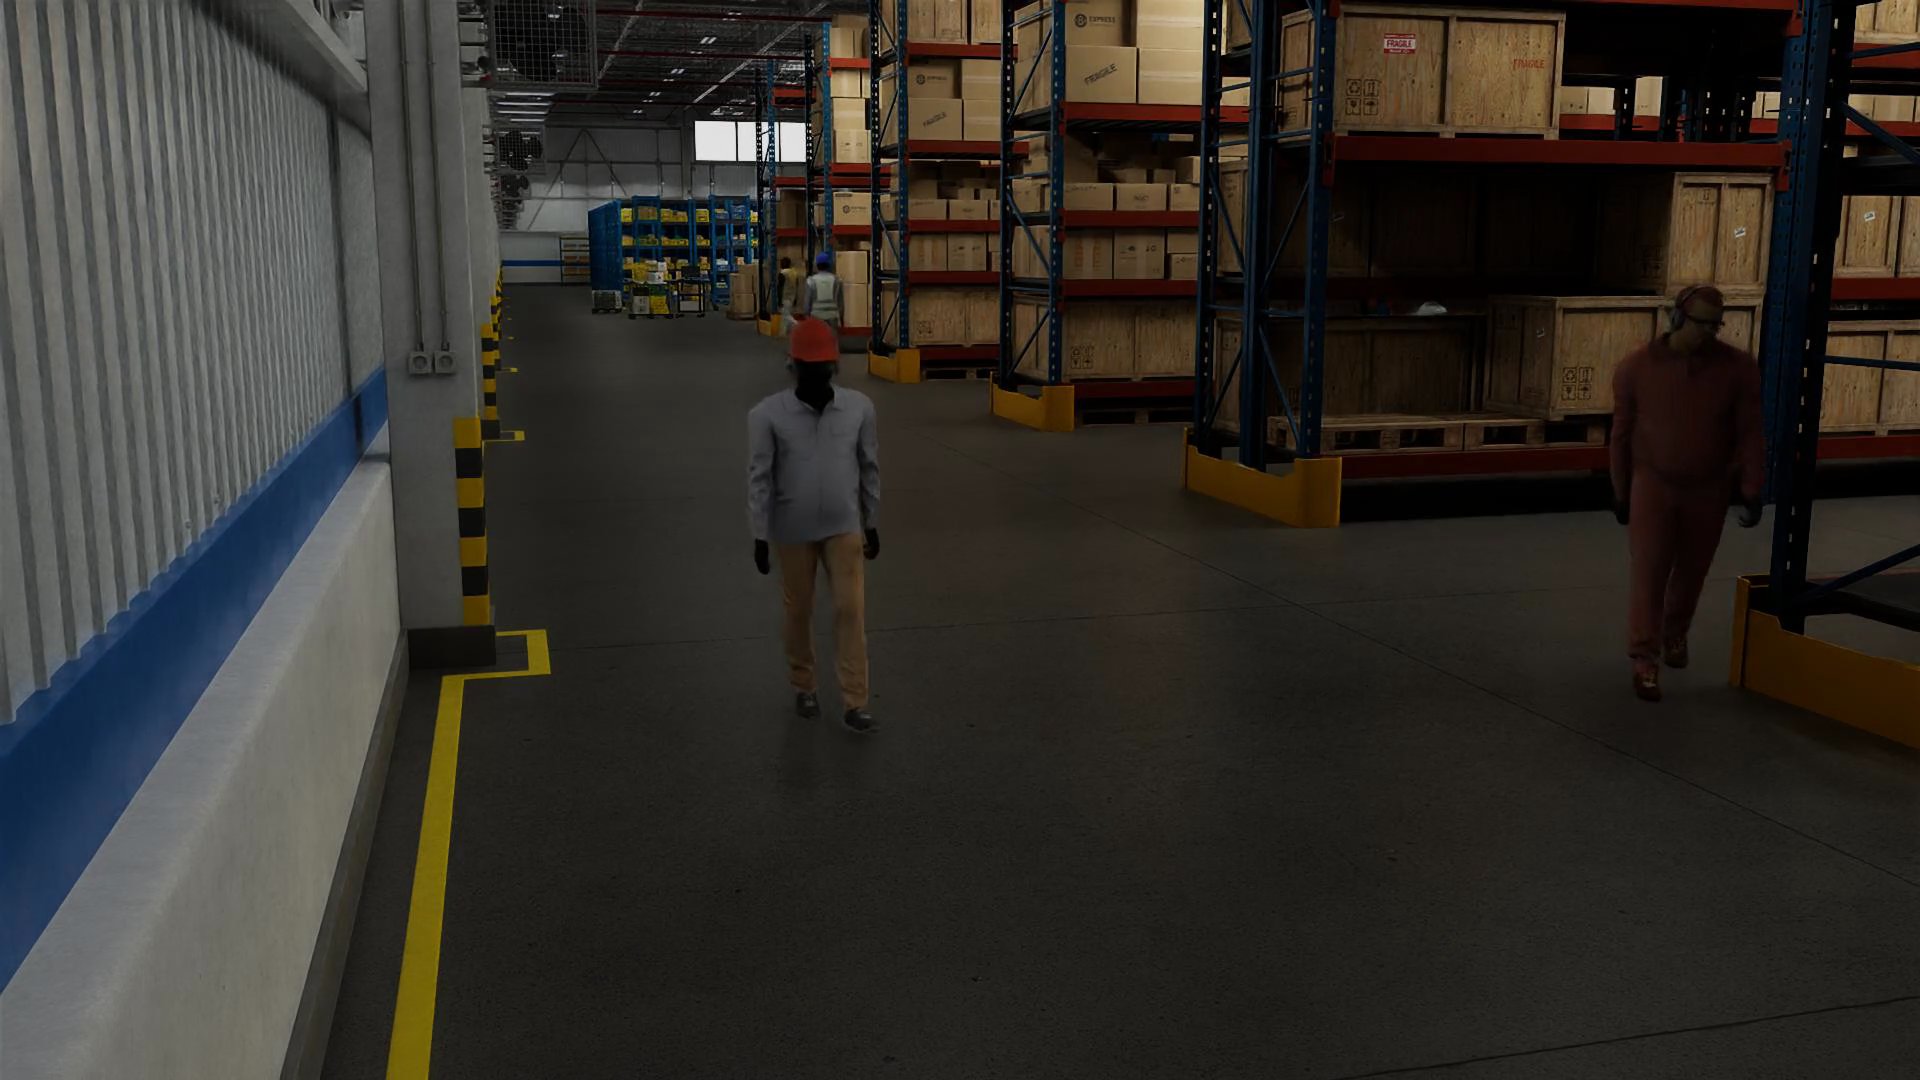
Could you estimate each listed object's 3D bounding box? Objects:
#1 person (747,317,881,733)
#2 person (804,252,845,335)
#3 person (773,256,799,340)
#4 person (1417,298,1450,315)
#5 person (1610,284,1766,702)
[{"bbox_3d":[-0.572,-0.047,6.892,0.596,1.720,0.796,-3,10,-17],"label":"person"},{"bbox_3d":[-2.117,-3.500,25.881,0.638,1.929,0.439,-2,10,-10],"label":"person"},{"bbox_3d":[-3.698,-5.220,35.952,0.804,1.819,0.631,5,11,25],"label":"person"},{"bbox_3d":[5.004,-1.887,17.322,0.741,1.715,0.514,-2,10,-14],"label":"person"},{"bbox_3d":[3.334,-0.253,7.699,0.639,1.864,0.907,2,10,9],"label":"person"}]
